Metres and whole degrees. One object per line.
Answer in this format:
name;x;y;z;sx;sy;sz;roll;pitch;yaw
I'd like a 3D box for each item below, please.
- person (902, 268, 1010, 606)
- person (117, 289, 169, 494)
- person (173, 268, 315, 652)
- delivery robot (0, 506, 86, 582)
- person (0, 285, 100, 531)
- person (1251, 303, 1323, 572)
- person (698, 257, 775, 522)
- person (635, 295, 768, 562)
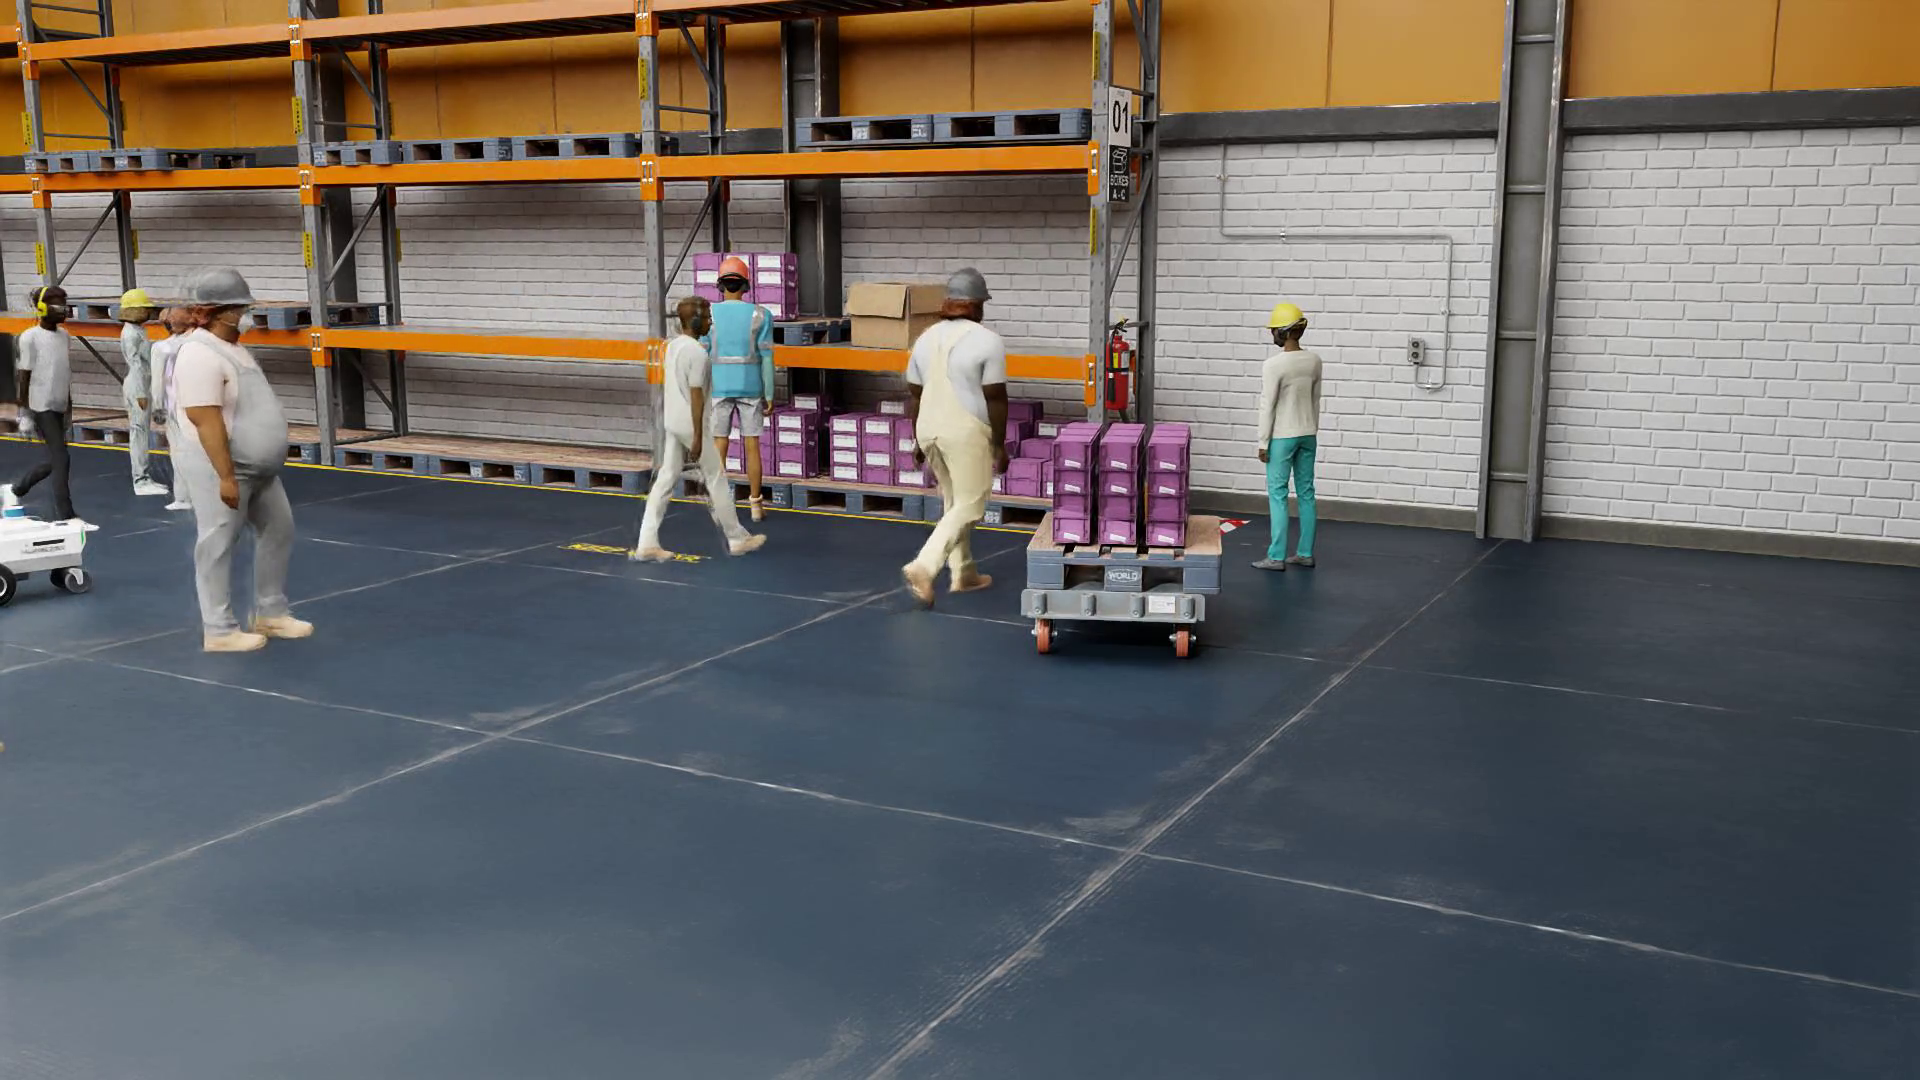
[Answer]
person;-0.062;-0.634;9.950;0.833;2.000;0.691;-10;14;-42
person;-6.981;-1.261;14.205;0.295;1.744;0.484;-5;11;-24
person;-3.735;-0.415;8.749;0.682;2.000;0.706;-1;10;-6
delivery robot;-5.708;0.039;10.075;0.477;0.478;0.707;10;14;42
person;-6.862;-0.967;12.380;0.758;1.836;0.558;1;10;5
person;2.147;-0.670;10.929;0.525;1.761;0.340;-7;12;-33
person;-1.727;-1.149;12.798;0.608;2.034;0.405;-1;10;-4
person;-1.803;-0.745;11.239;0.969;1.800;0.532;-8;13;-37
